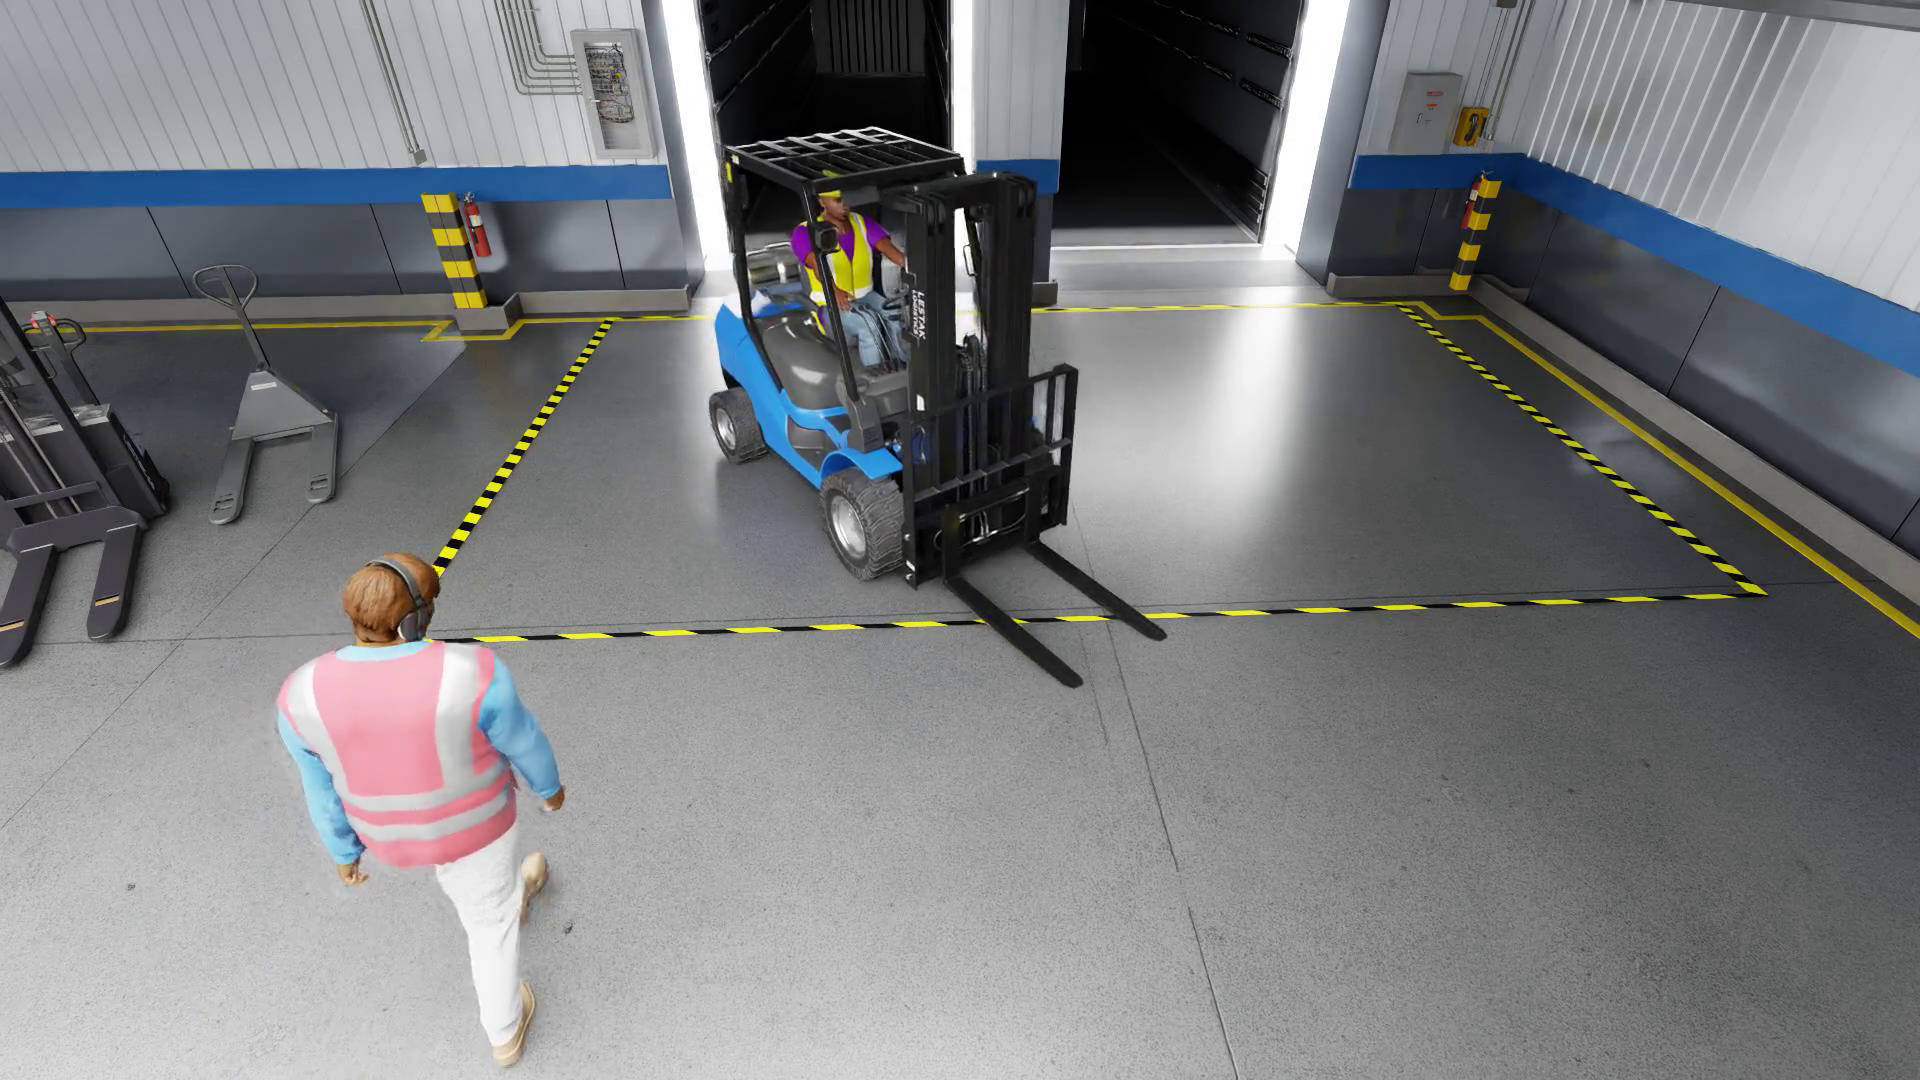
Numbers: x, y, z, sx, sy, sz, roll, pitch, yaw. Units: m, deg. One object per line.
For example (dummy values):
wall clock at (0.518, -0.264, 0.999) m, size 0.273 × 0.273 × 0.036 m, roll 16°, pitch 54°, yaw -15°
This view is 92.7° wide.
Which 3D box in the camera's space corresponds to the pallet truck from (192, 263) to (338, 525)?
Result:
pallet truck at (-4.778, -1.027, 6.128) m, size 0.680 × 1.201 × 1.601 m, roll -17°, pitch 38°, yaw -23°

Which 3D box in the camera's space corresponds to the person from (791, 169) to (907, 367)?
person at (-0.558, -1.457, 5.445) m, size 0.635 × 1.294 × 1.004 m, roll -22°, pitch 41°, yaw -29°

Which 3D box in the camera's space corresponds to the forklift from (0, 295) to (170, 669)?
forklift at (-5.212, -0.618, 4.878) m, size 0.823 × 1.965 × 1.885 m, roll -20°, pitch 39°, yaw -26°

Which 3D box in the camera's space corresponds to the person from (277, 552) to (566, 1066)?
person at (-1.617, 0.852, 2.940) m, size 0.645 × 1.800 × 0.805 m, roll -2°, pitch 35°, yaw -3°

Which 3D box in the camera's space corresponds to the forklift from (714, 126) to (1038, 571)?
forklift at (-0.587, -1.334, 5.595) m, size 1.157 × 2.036 × 2.680 m, roll -22°, pitch 41°, yaw -29°
